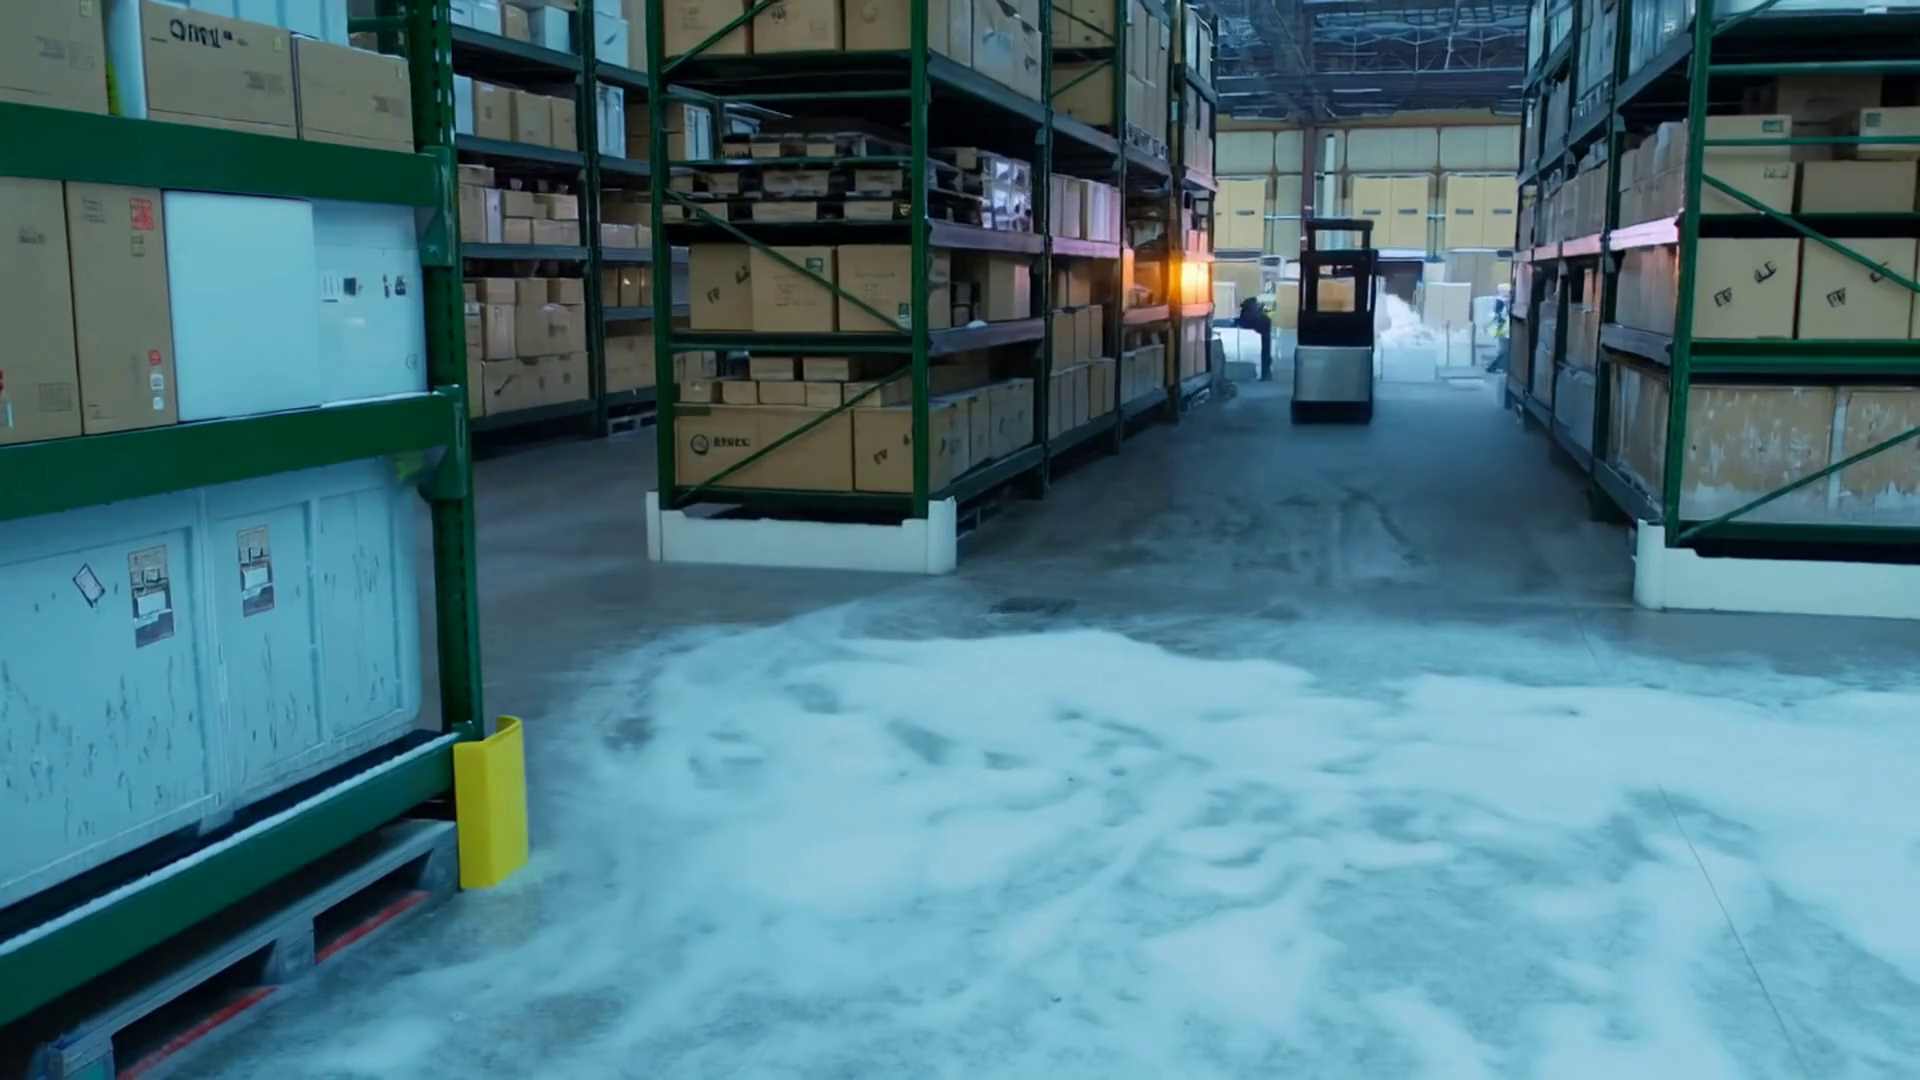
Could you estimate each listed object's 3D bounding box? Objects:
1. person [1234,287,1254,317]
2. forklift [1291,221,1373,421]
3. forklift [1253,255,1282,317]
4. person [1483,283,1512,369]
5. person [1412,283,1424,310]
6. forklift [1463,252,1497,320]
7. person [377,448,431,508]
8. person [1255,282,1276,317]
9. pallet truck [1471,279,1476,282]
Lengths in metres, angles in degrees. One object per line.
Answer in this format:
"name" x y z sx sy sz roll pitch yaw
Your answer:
"person" 6.116 -4.639 36.610 0.833 1.811 0.661 -1 9 -5
"forklift" 5.378 -3.153 23.801 1.129 2.768 1.873 2 9 14
"forklift" 10.632 -8.462 57.531 1.129 2.768 1.873 -4 10 -24
"person" 10.966 -4.230 33.678 0.601 1.925 0.567 7 12 39
"person" 15.902 -7.940 57.387 0.598 1.890 0.947 4 10 25
"forklift" 15.695 -7.336 50.379 1.129 2.768 1.873 -2 9 -11
"person" -3.978 -0.703 12.064 0.772 1.675 0.541 7 11 39
"person" 7.906 -5.663 42.733 0.633 1.938 0.356 2 9 15
"pallet truck" 18.896 -8.459 60.307 1.885 1.965 0.823 5 10 31
